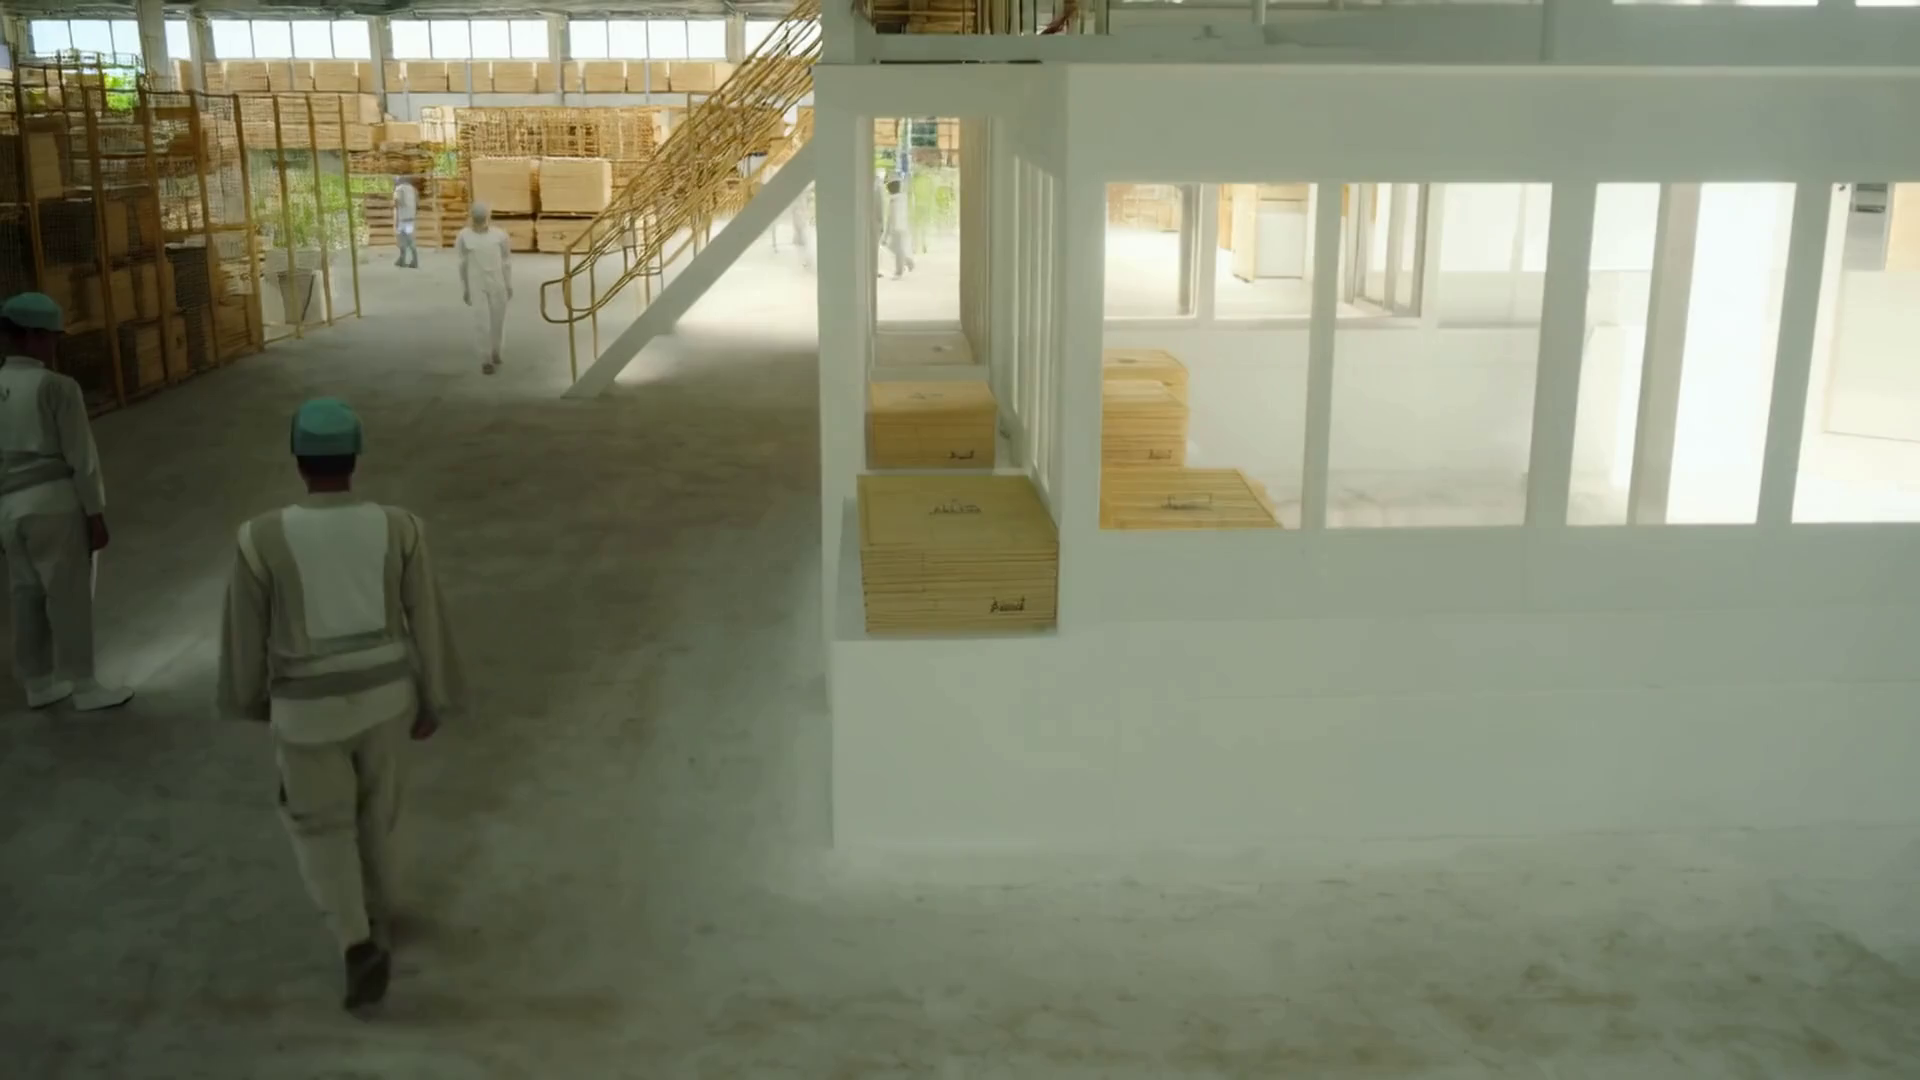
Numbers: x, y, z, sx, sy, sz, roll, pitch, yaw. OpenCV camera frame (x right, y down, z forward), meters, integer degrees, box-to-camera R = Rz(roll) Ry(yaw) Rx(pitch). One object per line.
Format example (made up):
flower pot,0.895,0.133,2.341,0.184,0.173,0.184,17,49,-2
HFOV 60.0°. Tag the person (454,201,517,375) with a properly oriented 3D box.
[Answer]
person,-5.345,-2.863,18.764,0.631,1.911,0.947,-5,15,-18

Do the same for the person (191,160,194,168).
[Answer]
person,-30.989,-15.005,67.227,0.441,1.930,0.645,5,15,18

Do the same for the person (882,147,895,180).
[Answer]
person,-3.238,-16.926,74.777,0.617,1.993,0.396,7,16,25

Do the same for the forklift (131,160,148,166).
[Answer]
forklift,-37.003,-17.781,76.401,1.873,2.768,1.129,0,14,2

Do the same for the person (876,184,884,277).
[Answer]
person,-1.643,-5.776,30.123,0.683,2.000,0.538,-9,17,-32

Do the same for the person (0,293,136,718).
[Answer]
person,-4.249,-0.153,7.762,0.622,1.980,0.407,3,14,13

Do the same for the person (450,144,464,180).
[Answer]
person,-22.569,-16.826,74.672,0.569,1.847,0.377,-6,15,-24

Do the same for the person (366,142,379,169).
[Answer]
person,-29.702,-19.163,84.031,0.716,1.844,0.959,-1,14,-6

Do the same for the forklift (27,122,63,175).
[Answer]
forklift,-35.376,-14.773,64.377,1.129,2.768,1.873,-1,14,-2

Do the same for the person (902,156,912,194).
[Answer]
person,-1.450,-10.047,47.617,0.876,1.842,0.528,3,14,13

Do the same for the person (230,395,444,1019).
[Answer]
person,-1.917,0.516,5.220,0.602,1.924,0.852,-9,17,-32

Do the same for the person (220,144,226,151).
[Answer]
person,-39.160,-20.207,88.502,0.917,1.697,0.501,9,17,32

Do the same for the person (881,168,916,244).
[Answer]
person,-1.426,-7.750,38.631,0.795,1.737,0.523,-4,15,-14

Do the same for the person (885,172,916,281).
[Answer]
person,-1.049,-5.582,29.625,0.557,1.902,0.593,-10,17,-34

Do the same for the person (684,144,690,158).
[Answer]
person,-12.874,-17.942,79.198,0.447,1.823,0.596,9,16,31

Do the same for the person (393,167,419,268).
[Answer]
person,-10.769,-6.244,32.229,0.649,1.914,0.582,9,17,32

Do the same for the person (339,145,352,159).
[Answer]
person,-27.426,-16.756,74.427,0.590,1.834,0.404,1,14,6
